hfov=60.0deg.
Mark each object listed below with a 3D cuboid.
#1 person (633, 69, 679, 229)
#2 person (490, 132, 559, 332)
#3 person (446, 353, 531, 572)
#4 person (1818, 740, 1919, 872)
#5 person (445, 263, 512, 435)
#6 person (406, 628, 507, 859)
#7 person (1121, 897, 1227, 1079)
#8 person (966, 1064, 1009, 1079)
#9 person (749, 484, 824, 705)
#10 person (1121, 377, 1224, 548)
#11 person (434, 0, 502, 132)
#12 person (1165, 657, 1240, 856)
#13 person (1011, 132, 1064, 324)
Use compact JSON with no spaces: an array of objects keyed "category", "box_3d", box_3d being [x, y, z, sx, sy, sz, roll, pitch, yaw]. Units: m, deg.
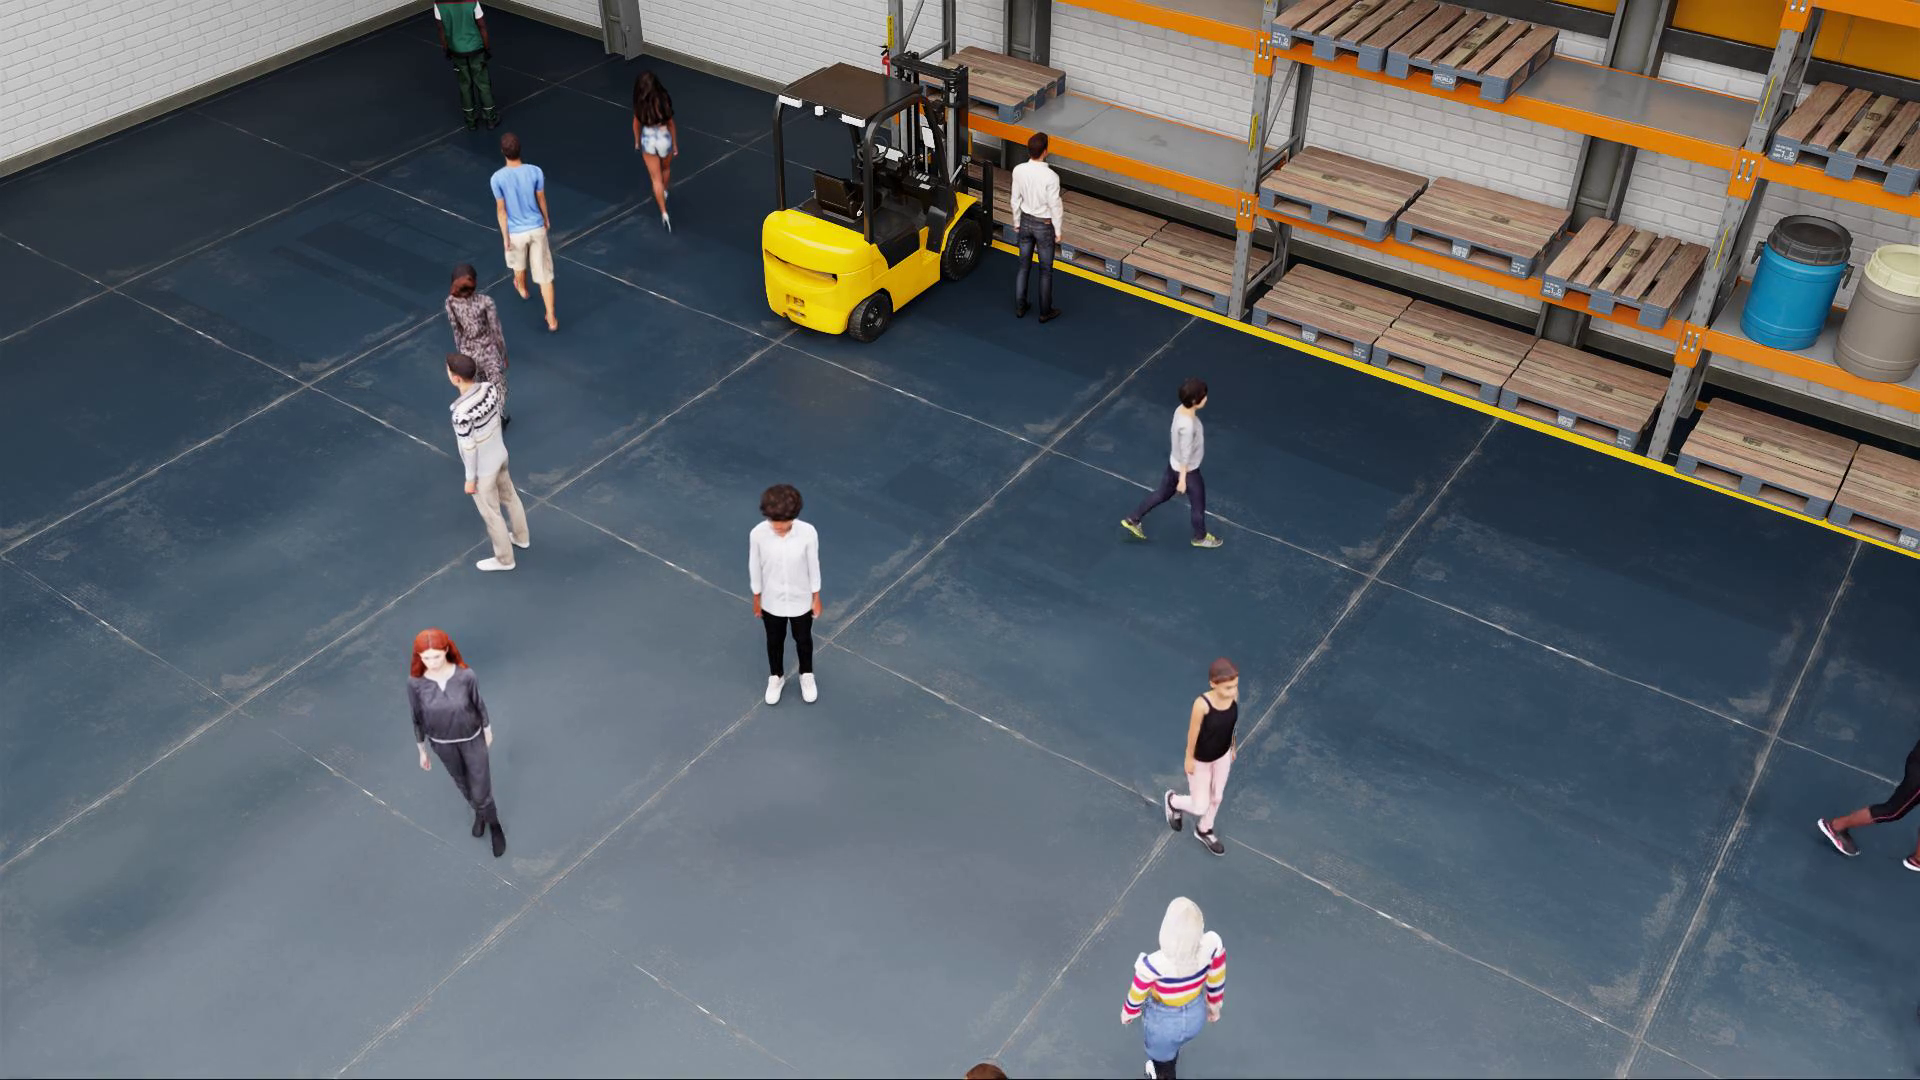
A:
[{"category":"person","box_3d":[-3.084,-3.946,16.937,0.957,1.583,1.069,-10,40,-12]},{"category":"person","box_3d":[-3.963,-2.784,15.296,1.079,1.815,1.294,-15,41,-17]},{"category":"person","box_3d":[-3.568,-0.595,12.519,0.688,1.860,0.755,9,40,11]},{"category":"person","box_3d":[5.838,1.370,10.160,1.060,1.734,0.665,29,47,31]},{"category":"person","box_3d":[-3.976,-1.486,13.766,1.017,1.695,0.951,3,39,3]},{"category":"person","box_3d":[-3.131,1.187,10.369,0.752,1.758,0.809,-3,39,-4]},{"category":"person","box_3d":[1.148,2.545,8.639,0.825,1.796,0.873,-15,41,-18]},{"category":"person","box_3d":[0.164,3.049,8.102,0.761,1.677,0.673,-12,40,-14]},{"category":"person","box_3d":[-1.188,0.354,11.370,0.692,1.810,0.776,-2,39,-3]},{"category":"person","box_3d":[1.638,-0.567,12.753,1.095,1.523,0.943,-1,39,-1]},{"category":"person","box_3d":[-5.539,-5.510,18.690,0.763,1.839,0.840,-4,39,-5]},{"category":"person","box_3d":[1.513,1.306,10.381,0.691,1.558,0.804,-19,42,-23]},{"category":"person","box_3d":[0.710,-2.884,15.376,0.500,1.871,0.733,19,42,22]}]
